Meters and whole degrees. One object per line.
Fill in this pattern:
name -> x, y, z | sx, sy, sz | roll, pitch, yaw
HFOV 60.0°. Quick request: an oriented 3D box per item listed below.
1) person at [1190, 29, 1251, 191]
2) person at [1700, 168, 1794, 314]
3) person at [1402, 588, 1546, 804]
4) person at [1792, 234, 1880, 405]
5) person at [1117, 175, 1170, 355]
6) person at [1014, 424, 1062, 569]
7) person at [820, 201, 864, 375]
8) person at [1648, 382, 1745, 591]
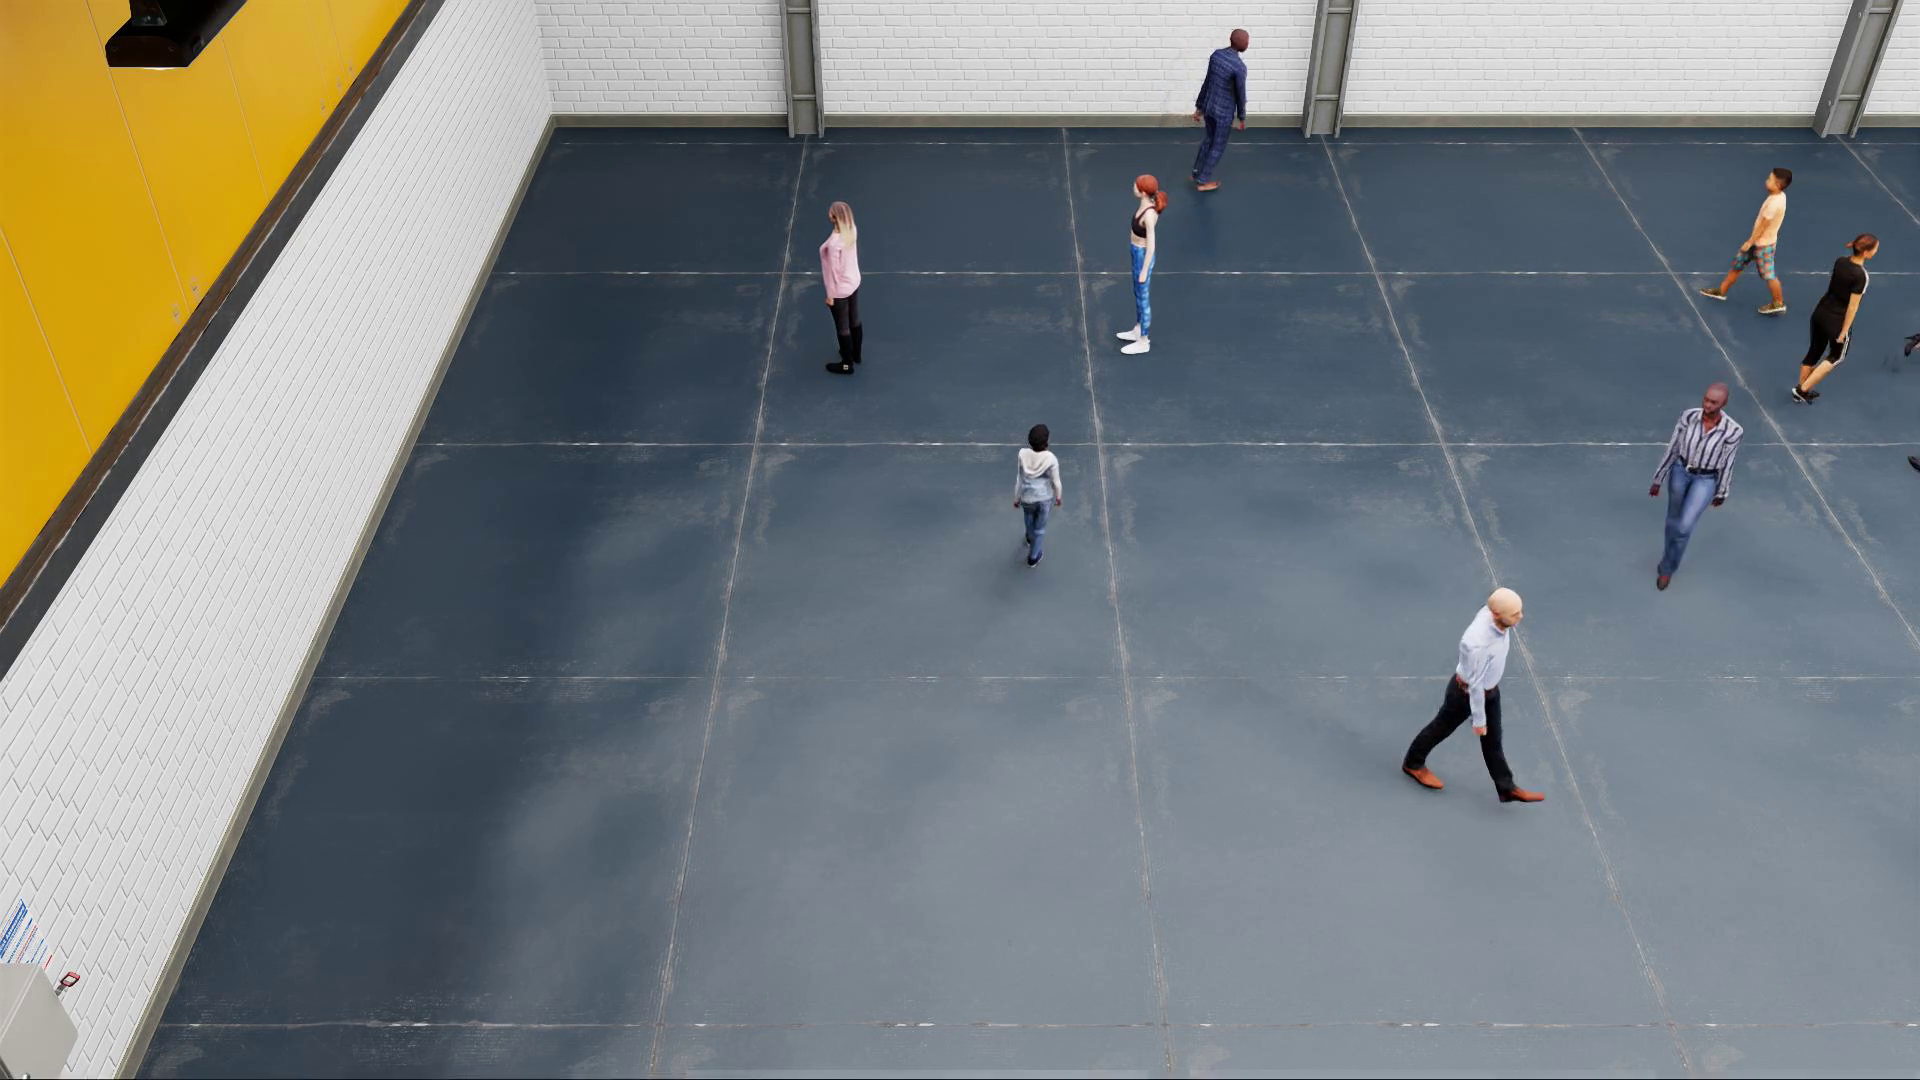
person -> 2.723, -4.575, 17.769 | 0.818, 1.779, 0.851 | 31, 48, 33
person -> 7.736, -2.822, 15.853 | 1.063, 1.431, 0.746 | 13, 40, 16
person -> 3.251, 0.984, 10.835 | 1.235, 1.747, 1.106 | 26, 45, 29
person -> 7.563, -1.916, 14.541 | 0.732, 1.654, 0.663 | -8, 39, -10
person -> 1.669, -2.530, 15.202 | 0.565, 1.786, 0.551 | -1, 39, -1
person -> 0.568, -0.315, 12.867 | 0.703, 1.240, 0.686 | 12, 40, 14
person -> -1.041, -2.283, 14.972 | 0.673, 1.688, 0.676 | 16, 41, 19
person -> 5.594, -0.474, 12.638 | 0.847, 1.775, 0.910 | 28, 47, 31
